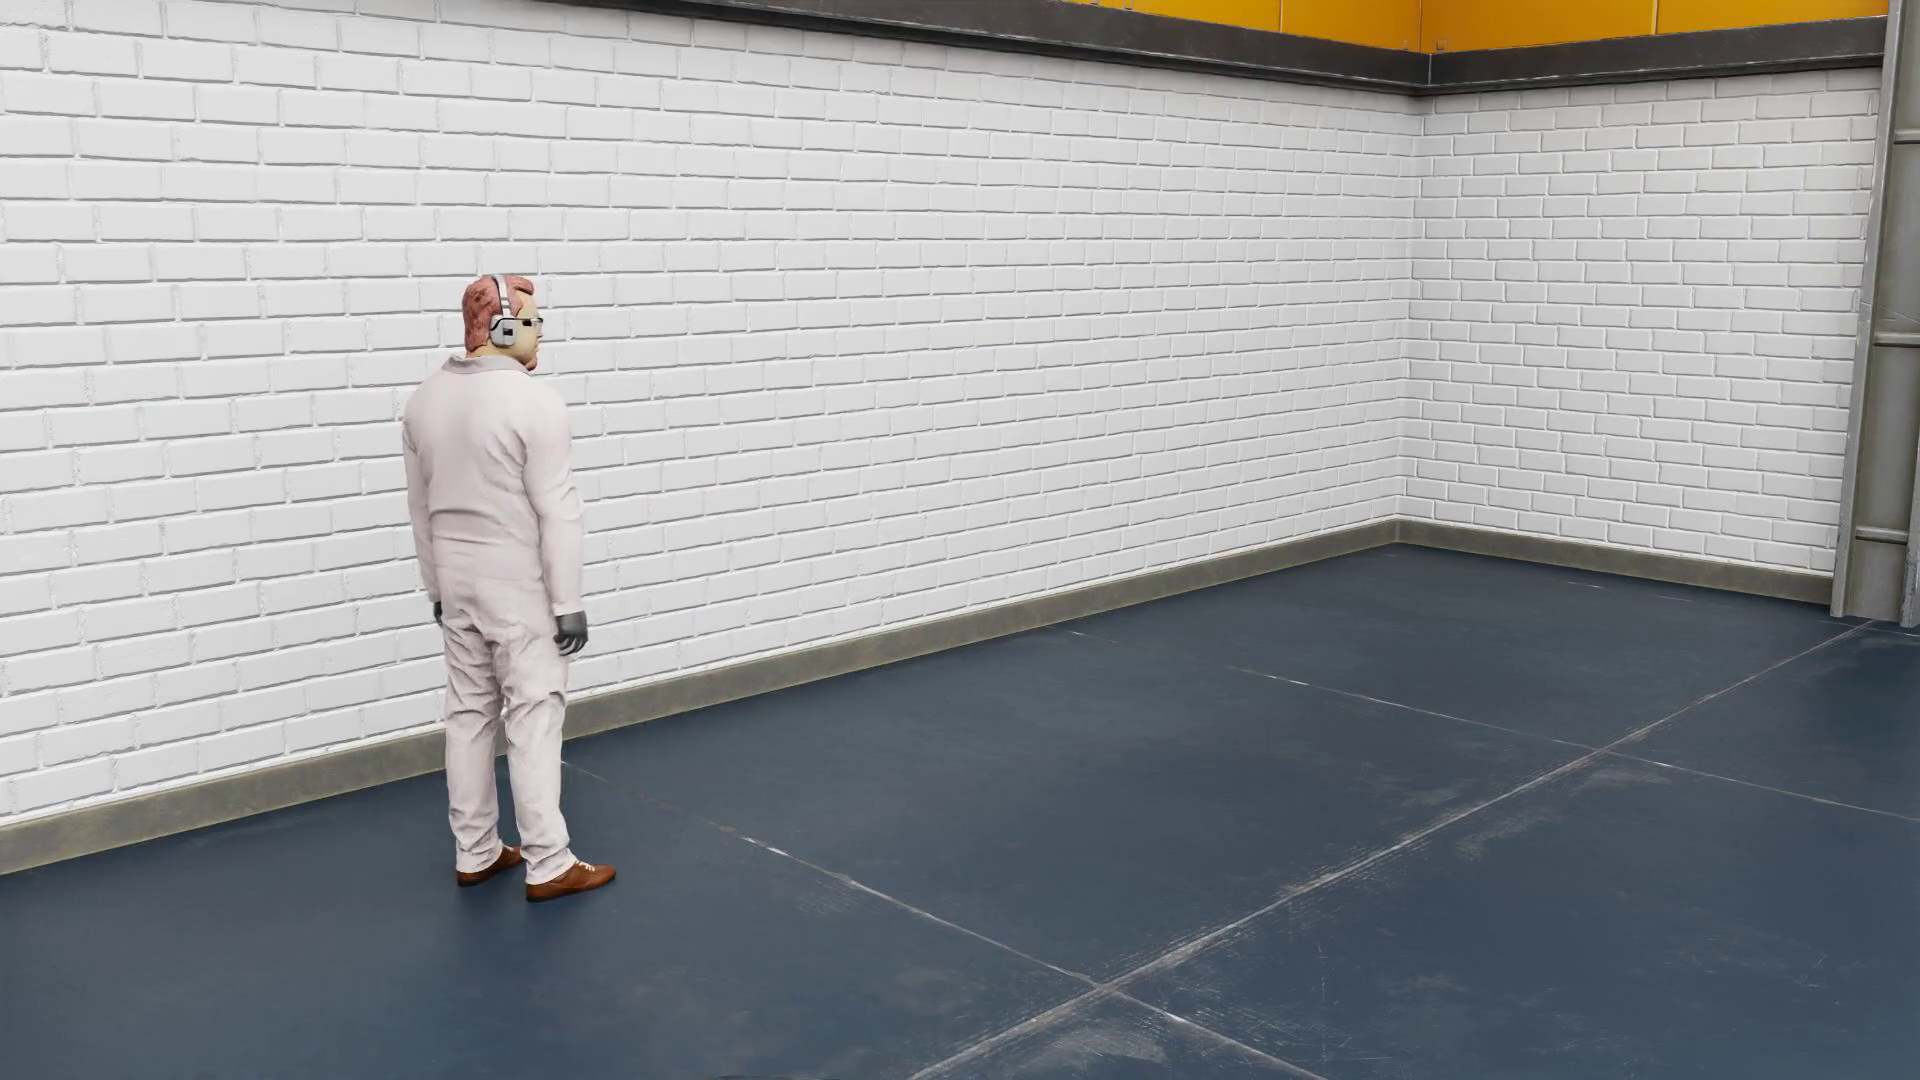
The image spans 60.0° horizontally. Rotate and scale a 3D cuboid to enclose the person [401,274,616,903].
[{"bbox_3d":[-1.378,0.151,5.099,0.643,1.905,0.400,6,12,31],"label":"person"}]
